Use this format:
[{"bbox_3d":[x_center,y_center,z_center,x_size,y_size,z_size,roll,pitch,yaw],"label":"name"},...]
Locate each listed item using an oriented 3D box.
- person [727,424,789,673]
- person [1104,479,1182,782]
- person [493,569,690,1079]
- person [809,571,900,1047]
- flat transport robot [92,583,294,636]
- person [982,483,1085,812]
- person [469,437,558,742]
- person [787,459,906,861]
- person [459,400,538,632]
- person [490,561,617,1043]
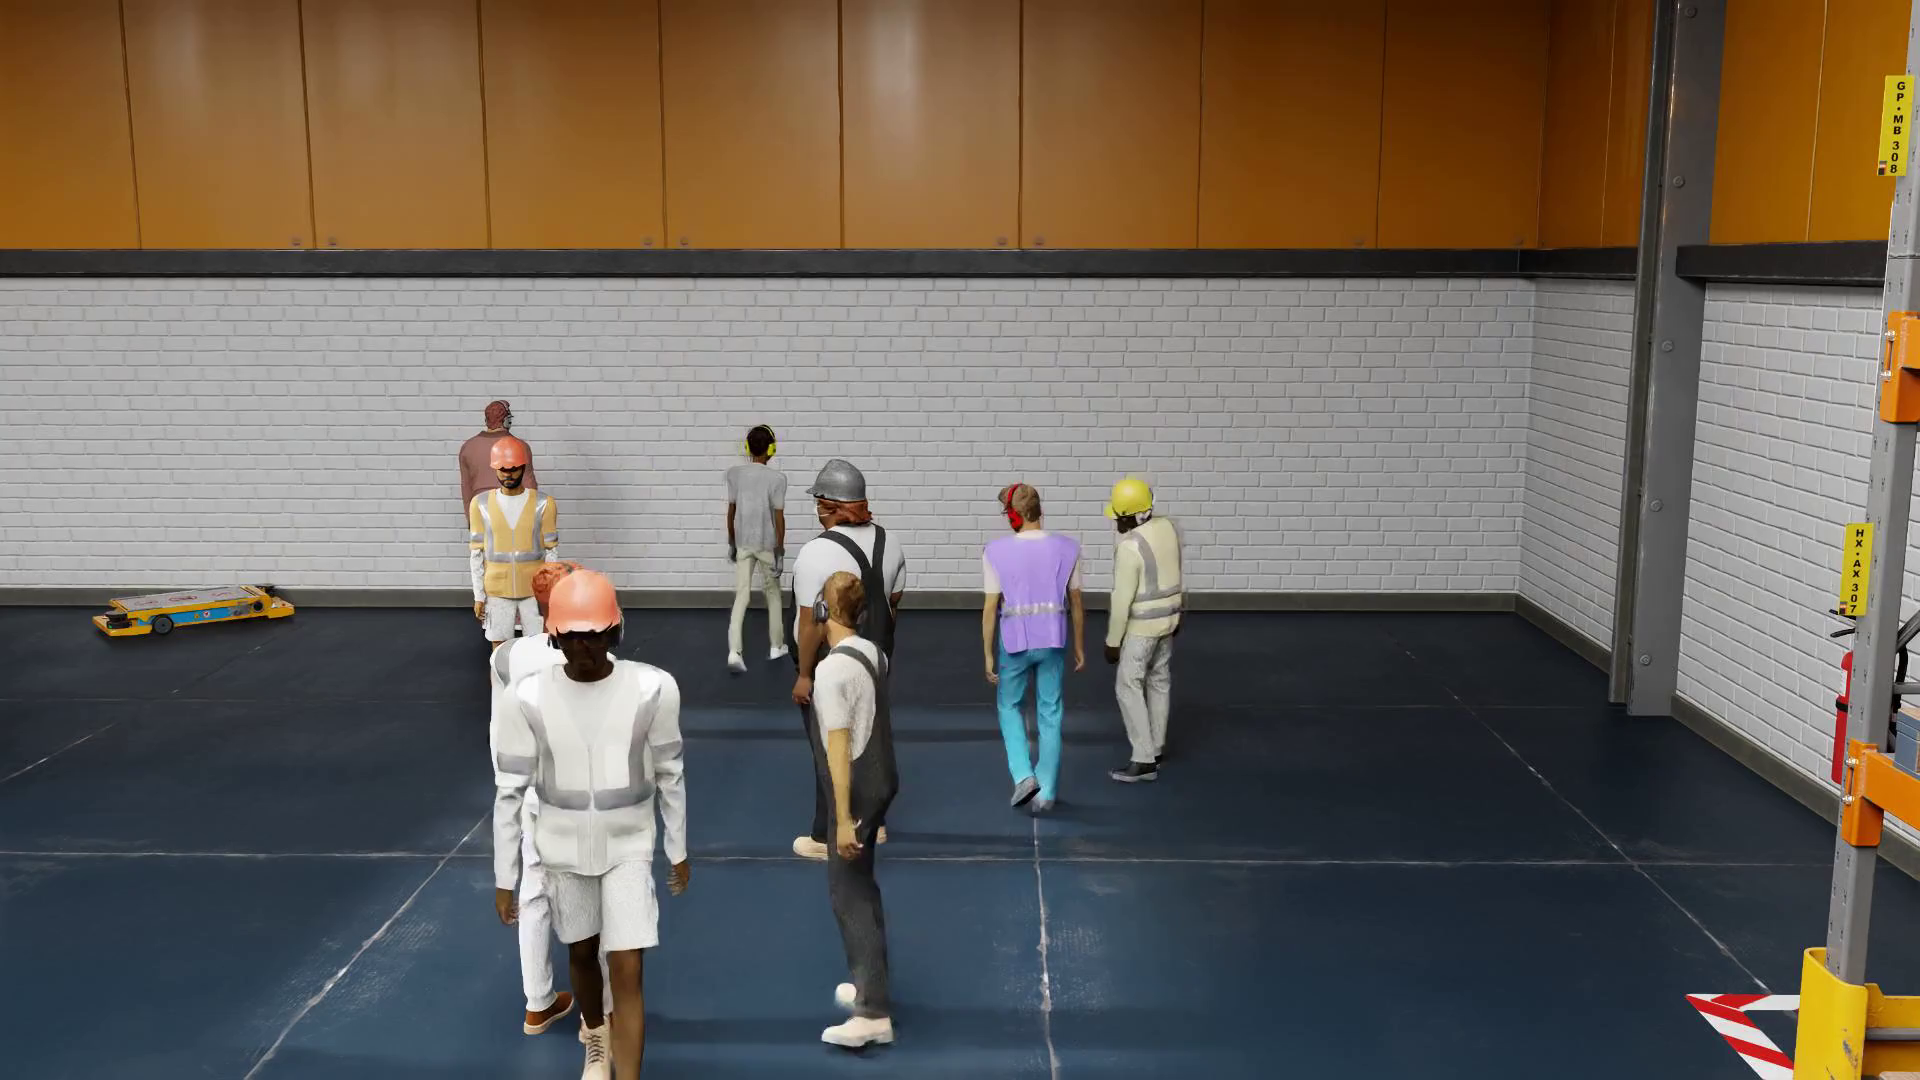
[{"bbox_3d":[-1.535,0.056,12.386,0.533,1.834,0.938,2,10,12],"label":"person"},{"bbox_3d":[1.083,0.514,9.788,0.405,1.784,0.662,8,12,39],"label":"person"},{"bbox_3d":[-1.263,1.092,5.682,0.646,1.987,1.048,-1,10,-7],"label":"person"},{"bbox_3d":[-0.412,1.043,6.536,0.460,1.801,0.672,3,10,16],"label":"person"},{"bbox_3d":[-6.417,0.572,13.935,1.431,0.197,0.652,-7,12,-37],"label":"flat transport robot"},{"bbox_3d":[0.415,0.602,9.102,0.609,1.823,0.433,-2,10,-9],"label":"person"},{"bbox_3d":[-2.806,0.313,10.509,0.546,1.938,0.361,-2,10,-13],"label":"person"},{"bbox_3d":[-0.630,0.597,8.494,0.538,2.000,0.687,8,12,39],"label":"person"},{"bbox_3d":[-3.737,-0.191,13.620,0.651,1.907,0.409,2,10,11],"label":"person"},{"bbox_3d":[-1.539,1.013,6.472,0.583,1.882,0.337,4,10,20],"label":"person"}]
